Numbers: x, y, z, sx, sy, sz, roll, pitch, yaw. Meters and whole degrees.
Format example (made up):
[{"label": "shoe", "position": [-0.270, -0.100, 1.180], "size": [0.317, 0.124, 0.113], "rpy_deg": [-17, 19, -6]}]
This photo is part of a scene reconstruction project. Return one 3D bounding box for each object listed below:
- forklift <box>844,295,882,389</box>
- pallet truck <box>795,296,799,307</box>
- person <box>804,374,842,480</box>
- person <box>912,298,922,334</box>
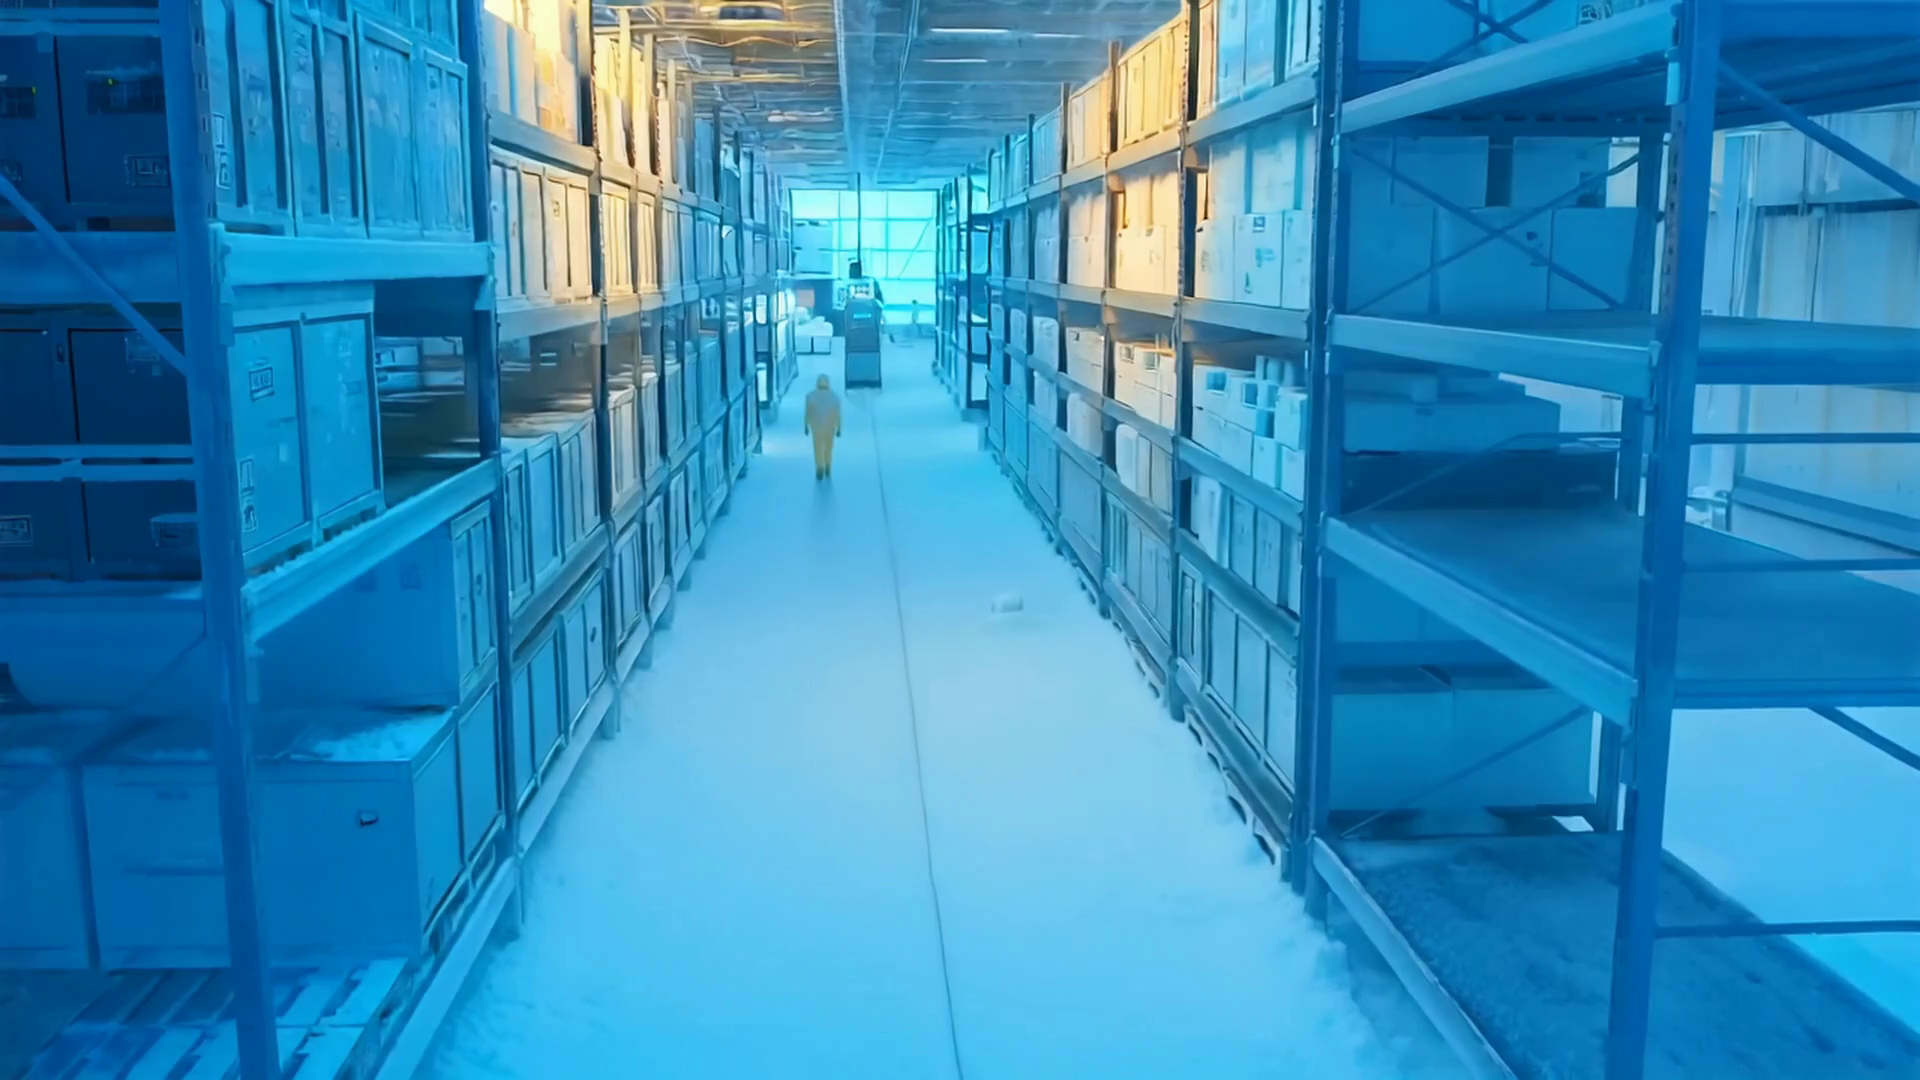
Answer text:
[{"label": "forklift", "position": [-2.947, -6.010, 50.367], "size": [1.129, 2.768, 1.873], "rpy_deg": [-1, 10, -4]}, {"label": "pallet truck", "position": [-8.622, -12.439, 91.403], "size": [1.885, 1.965, 0.823], "rpy_deg": [2, 10, 13]}, {"label": "person", "position": [-2.438, -2.016, 29.577], "size": [0.656, 1.862, 1.011], "rpy_deg": [-2, 10, -9]}, {"label": "person", "position": [-2.291, -11.856, 88.155], "size": [0.576, 1.922, 0.643], "rpy_deg": [5, 11, 26]}]
